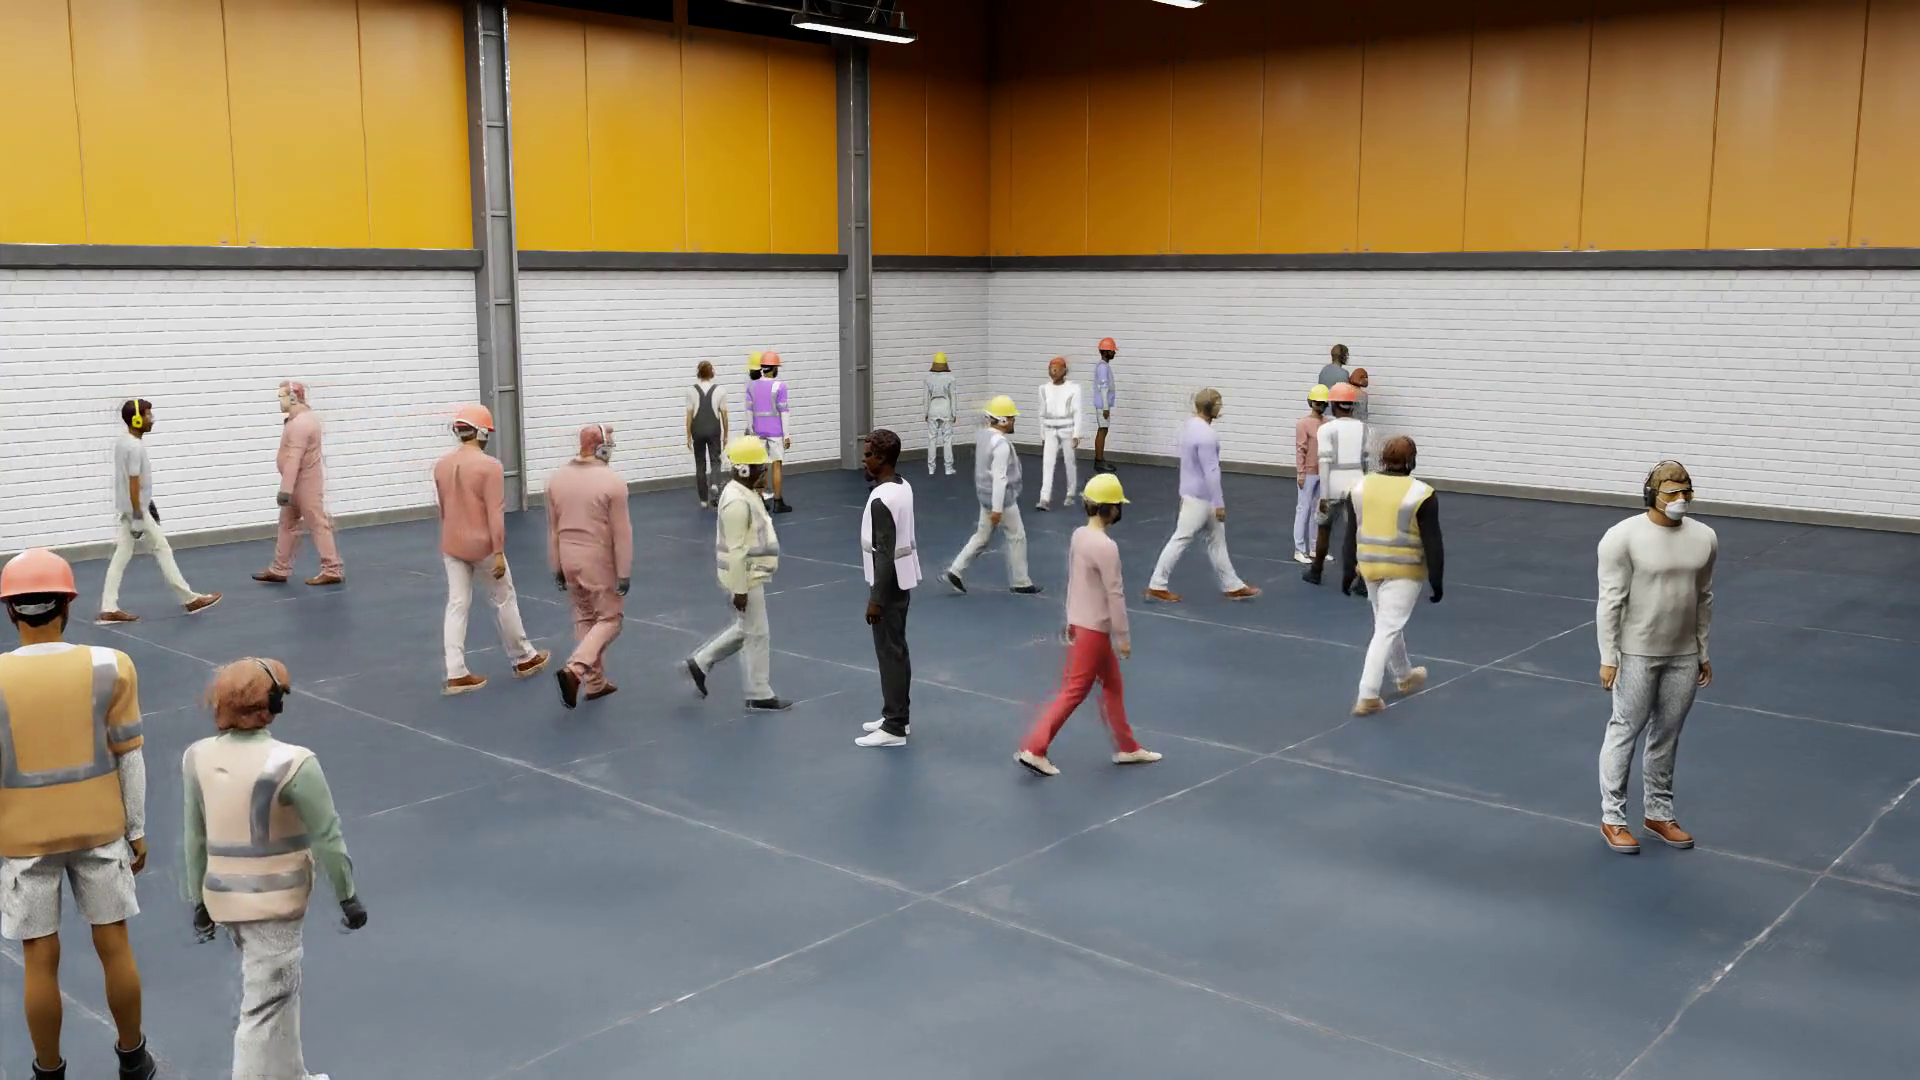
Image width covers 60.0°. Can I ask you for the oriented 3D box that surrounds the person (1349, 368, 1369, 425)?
[{"bbox_3d":[5.182,-1.438,21.794,0.282,1.624,0.494,-3,10,-20],"label":"person"}]

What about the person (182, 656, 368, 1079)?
[{"bbox_3d":[-2.207,1.173,5.425,0.527,1.612,0.681,4,10,25],"label":"person"}]

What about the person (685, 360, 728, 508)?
[{"bbox_3d":[-3.055,-1.262,20.082,0.503,1.824,0.674,-1,9,-7],"label":"person"}]

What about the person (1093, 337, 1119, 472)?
[{"bbox_3d":[2.117,-1.962,24.102,0.360,1.935,0.552,0,9,1],"label":"person"}]

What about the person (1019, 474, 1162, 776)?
[{"bbox_3d":[0.733,0.481,9.427,0.888,1.725,0.539,-2,9,-15],"label":"person"}]

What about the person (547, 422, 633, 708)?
[{"bbox_3d":[-2.444,0.175,10.880,0.660,1.881,0.694,5,10,28],"label":"person"}]

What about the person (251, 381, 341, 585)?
[{"bbox_3d":[-6.102,-0.501,15.111,0.882,1.870,0.670,-3,10,-18],"label":"person"}]

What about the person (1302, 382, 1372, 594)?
[{"bbox_3d":[3.441,-0.467,14.923,0.558,1.887,1.011,-3,9,-16],"label":"person"}]

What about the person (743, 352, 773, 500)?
[{"bbox_3d":[-2.517,-1.415,20.815,0.634,1.886,0.543,8,12,42],"label":"person"}]

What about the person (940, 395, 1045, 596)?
[{"bbox_3d":[0.277,-0.381,14.626,0.880,1.799,0.588,-3,10,-19],"label":"person"}]

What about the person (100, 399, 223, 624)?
[{"bbox_3d":[-6.660,-0.244,13.663,0.959,1.821,0.541,-7,12,-39],"label":"person"}]

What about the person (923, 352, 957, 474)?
[{"bbox_3d":[-0.277,-1.803,23.718,0.490,1.742,0.300,2,9,11],"label":"person"}]

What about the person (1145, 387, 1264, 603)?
[{"bbox_3d":[2.089,-0.372,14.313,1.046,1.886,0.645,0,9,0],"label":"person"}]

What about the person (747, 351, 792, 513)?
[{"bbox_3d":[-2.261,-1.283,19.842,0.553,1.934,0.364,4,10,24],"label":"person"}]

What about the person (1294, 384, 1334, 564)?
[{"bbox_3d":[3.516,-0.653,16.426,0.525,1.767,0.311,-7,11,-37],"label":"person"}]

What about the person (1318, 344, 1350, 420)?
[{"bbox_3d":[4.943,-1.618,21.935,0.355,1.937,0.634,-3,9,-17],"label":"person"}]

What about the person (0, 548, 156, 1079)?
[{"bbox_3d":[-3.051,0.985,5.634,0.547,1.925,0.391,-6,11,-31],"label":"person"}]

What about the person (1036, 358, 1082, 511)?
[{"bbox_3d":[1.210,-1.284,20.176,0.592,1.831,0.983,4,10,23],"label":"person"}]

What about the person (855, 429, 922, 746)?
[{"bbox_3d":[-0.434,0.286,10.047,0.392,1.919,0.592,1,9,6],"label":"person"}]

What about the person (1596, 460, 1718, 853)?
[{"bbox_3d":[3.429,0.570,8.201,0.636,1.939,0.365,-2,9,-14],"label":"person"}]

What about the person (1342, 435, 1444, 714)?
[{"bbox_3d":[2.870,0.210,10.911,0.983,1.790,0.648,-9,13,-43],"label":"person"}]

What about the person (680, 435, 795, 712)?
[{"bbox_3d":[-1.456,0.225,10.755,0.679,1.817,0.597,0,9,-2],"label":"person"}]

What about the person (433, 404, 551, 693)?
[{"bbox_3d":[-3.278,0.039,11.505,0.629,1.942,0.979,4,10,25],"label":"person"}]
